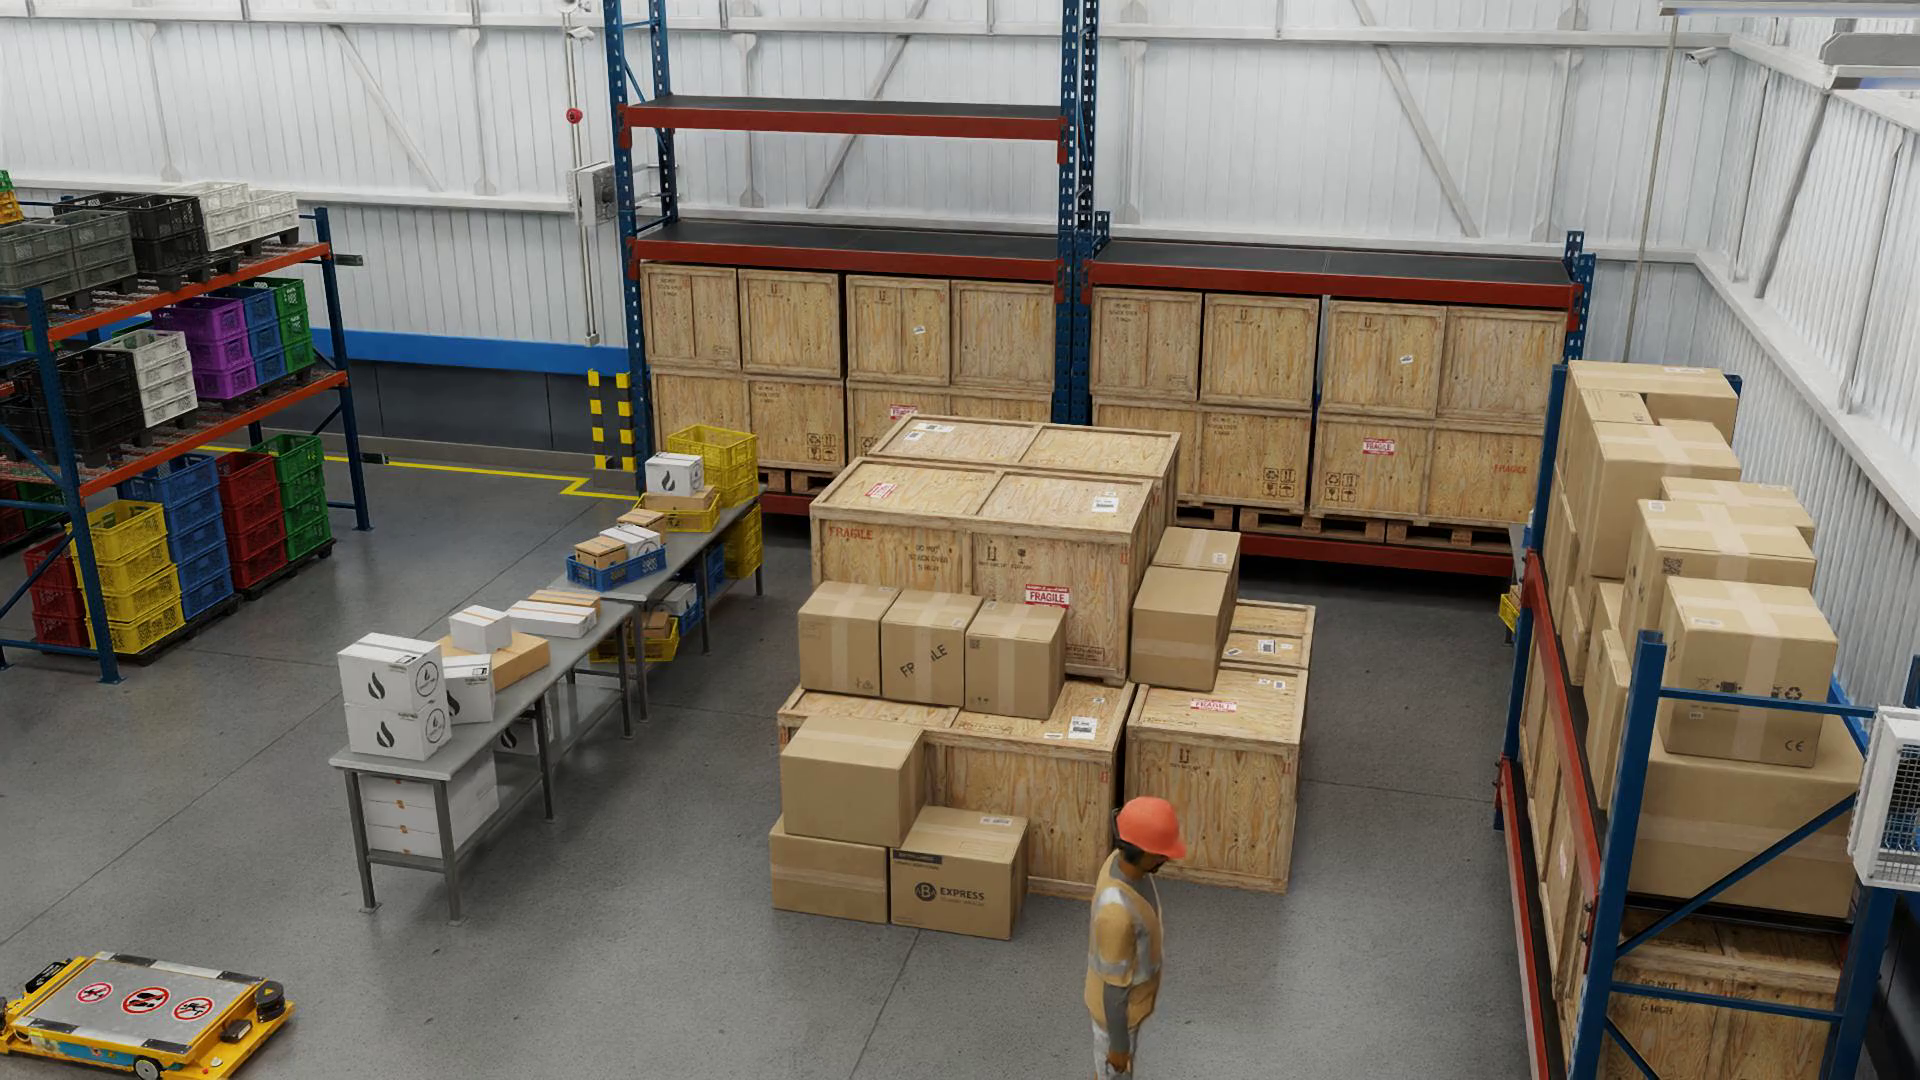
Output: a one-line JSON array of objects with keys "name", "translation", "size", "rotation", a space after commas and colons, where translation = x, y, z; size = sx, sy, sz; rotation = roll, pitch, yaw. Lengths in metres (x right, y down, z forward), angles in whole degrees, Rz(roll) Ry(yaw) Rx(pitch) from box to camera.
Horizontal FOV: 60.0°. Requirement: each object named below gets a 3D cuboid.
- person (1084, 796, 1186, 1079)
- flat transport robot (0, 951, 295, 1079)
[{"name": "person", "translation": [0.750, 2.023, 7.290], "size": [0.406, 2.031, 0.607], "rotation": [4, 21, 11]}, {"name": "flat transport robot", "translation": [-4.270, 2.464, 8.601], "size": [1.431, 0.231, 0.659], "rotation": [5, 22, 13]}]
